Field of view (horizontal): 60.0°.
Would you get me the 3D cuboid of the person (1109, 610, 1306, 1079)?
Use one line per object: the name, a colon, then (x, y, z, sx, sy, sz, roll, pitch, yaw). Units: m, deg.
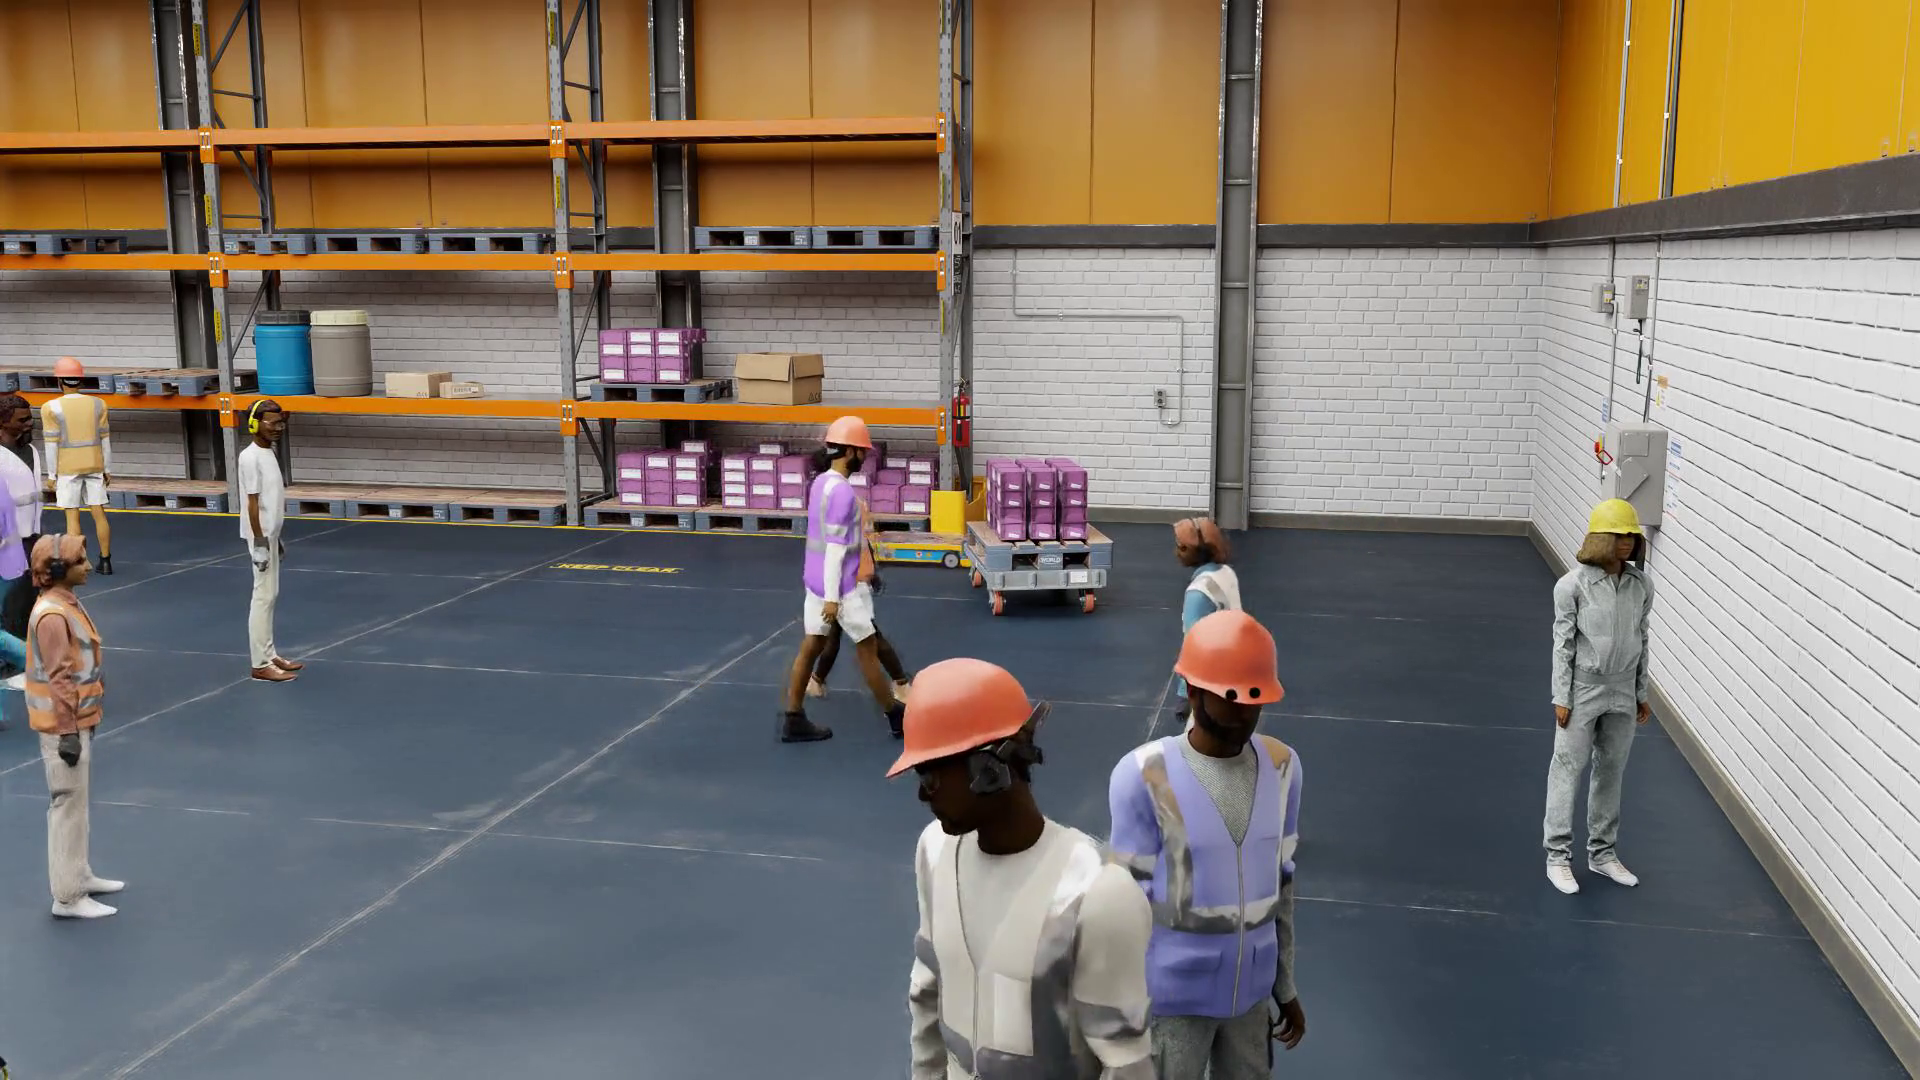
person: (0.634, 1.121, 4.179, 0.542, 1.936, 0.367, -4, 10, -23)

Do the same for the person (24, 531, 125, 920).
person: (-3.792, 0.780, 7.077, 0.314, 1.640, 0.521, -4, 10, -24)

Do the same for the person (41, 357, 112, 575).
person: (-7.697, -0.625, 14.511, 0.354, 1.939, 0.545, 8, 12, 39)

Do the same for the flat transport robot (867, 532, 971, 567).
flat transport robot: (-0.331, 0.075, 15.290, 1.431, 0.197, 0.652, 2, 10, 11)

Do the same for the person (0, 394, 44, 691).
person: (-6.136, 0.011, 10.804, 0.373, 1.917, 0.594, -1, 10, -5)

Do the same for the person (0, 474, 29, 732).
person: (-5.639, 0.226, 9.763, 0.587, 1.832, 0.602, -3, 10, -20)

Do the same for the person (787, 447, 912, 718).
person: (-0.659, 0.247, 10.257, 0.942, 1.634, 0.563, 3, 10, 16)

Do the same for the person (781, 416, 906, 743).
person: (-0.608, 0.236, 9.571, 0.960, 1.882, 0.568, -3, 10, -20)

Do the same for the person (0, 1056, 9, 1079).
person: (-1.432, 1.498, 2.294, 0.958, 1.824, 0.516, 8, 12, 38)

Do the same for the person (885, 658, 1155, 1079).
person: (0.132, 1.224, 3.370, 0.652, 2.008, 0.453, 9, 13, 43)

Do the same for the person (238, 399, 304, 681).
person: (-4.588, -0.001, 11.036, 0.327, 1.865, 0.514, -2, 10, -10)

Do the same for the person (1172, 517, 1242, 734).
person: (1.152, 0.684, 7.743, 0.804, 1.596, 0.529, 3, 10, 19)

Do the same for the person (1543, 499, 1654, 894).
person: (2.832, 0.683, 7.334, 0.487, 1.746, 0.289, -3, 10, -16)
